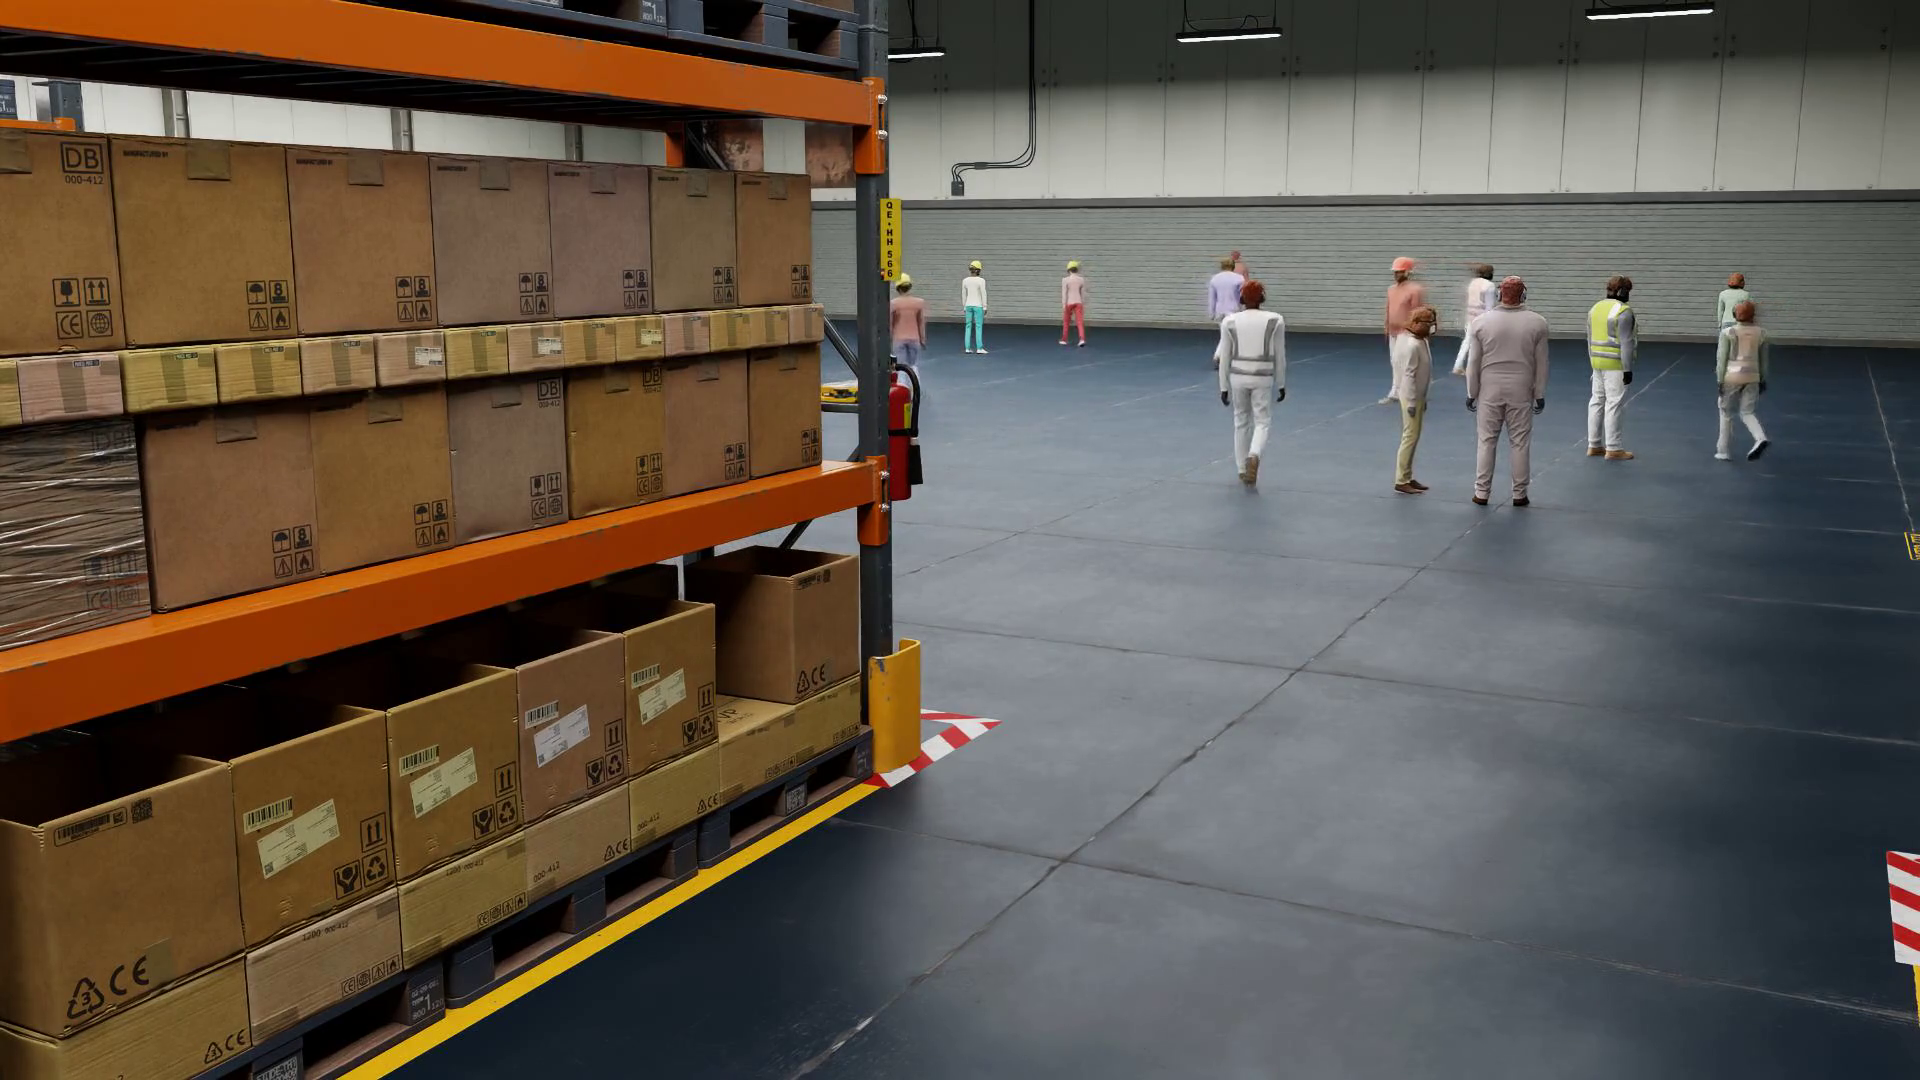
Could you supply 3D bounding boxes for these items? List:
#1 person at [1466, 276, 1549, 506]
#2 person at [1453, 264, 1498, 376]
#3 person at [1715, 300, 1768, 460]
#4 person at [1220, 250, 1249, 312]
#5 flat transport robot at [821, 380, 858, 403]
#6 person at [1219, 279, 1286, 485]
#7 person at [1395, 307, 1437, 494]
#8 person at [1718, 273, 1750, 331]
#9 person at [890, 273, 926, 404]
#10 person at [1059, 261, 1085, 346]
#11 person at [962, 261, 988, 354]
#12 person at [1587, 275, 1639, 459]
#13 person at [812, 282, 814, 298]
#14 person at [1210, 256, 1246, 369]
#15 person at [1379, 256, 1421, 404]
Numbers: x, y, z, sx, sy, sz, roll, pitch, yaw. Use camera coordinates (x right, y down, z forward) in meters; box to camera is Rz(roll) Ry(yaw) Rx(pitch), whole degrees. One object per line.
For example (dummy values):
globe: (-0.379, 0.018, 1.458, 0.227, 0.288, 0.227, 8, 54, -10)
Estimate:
person: (4.535, -1.230, 13.816, 0.651, 1.906, 0.409, 3, 11, 15)
person: (8.296, -3.500, 26.511, 0.950, 1.798, 0.641, -4, 11, -22)
person: (7.748, -1.560, 16.407, 0.526, 1.612, 0.623, -1, 10, -4)
person: (6.114, -5.481, 37.002, 0.652, 1.904, 0.403, 4, 11, 23)
flat transport robot: (-1.477, -2.035, 22.668, 0.652, 0.197, 1.431, 6, 12, 28)
person: (2.594, -1.395, 14.853, 0.588, 1.860, 0.730, 3, 11, 17)
person: (3.979, -1.218, 14.522, 0.282, 1.626, 0.510, 5, 12, 27)
person: (12.470, -3.477, 26.819, 0.279, 1.633, 0.501, -9, 14, -41)
person: (-0.728, -2.609, 21.759, 0.545, 1.750, 0.399, -3, 11, -17)
person: (2.308, -4.787, 33.742, 0.540, 1.720, 0.916, -4, 11, -20)
person: (0.289, -4.405, 31.539, 0.522, 1.761, 0.322, 7, 12, 32)
person: (6.584, -1.736, 16.766, 0.429, 1.841, 0.621, -3, 11, -14)
person: (-2.904, -4.289, 30.711, 0.404, 1.829, 0.592, -3, 11, -17)
person: (4.473, -3.826, 28.005, 0.628, 1.912, 0.951, 8, 13, 38)
person: (5.970, -2.800, 22.240, 0.830, 1.971, 0.628, -5, 11, -25)
